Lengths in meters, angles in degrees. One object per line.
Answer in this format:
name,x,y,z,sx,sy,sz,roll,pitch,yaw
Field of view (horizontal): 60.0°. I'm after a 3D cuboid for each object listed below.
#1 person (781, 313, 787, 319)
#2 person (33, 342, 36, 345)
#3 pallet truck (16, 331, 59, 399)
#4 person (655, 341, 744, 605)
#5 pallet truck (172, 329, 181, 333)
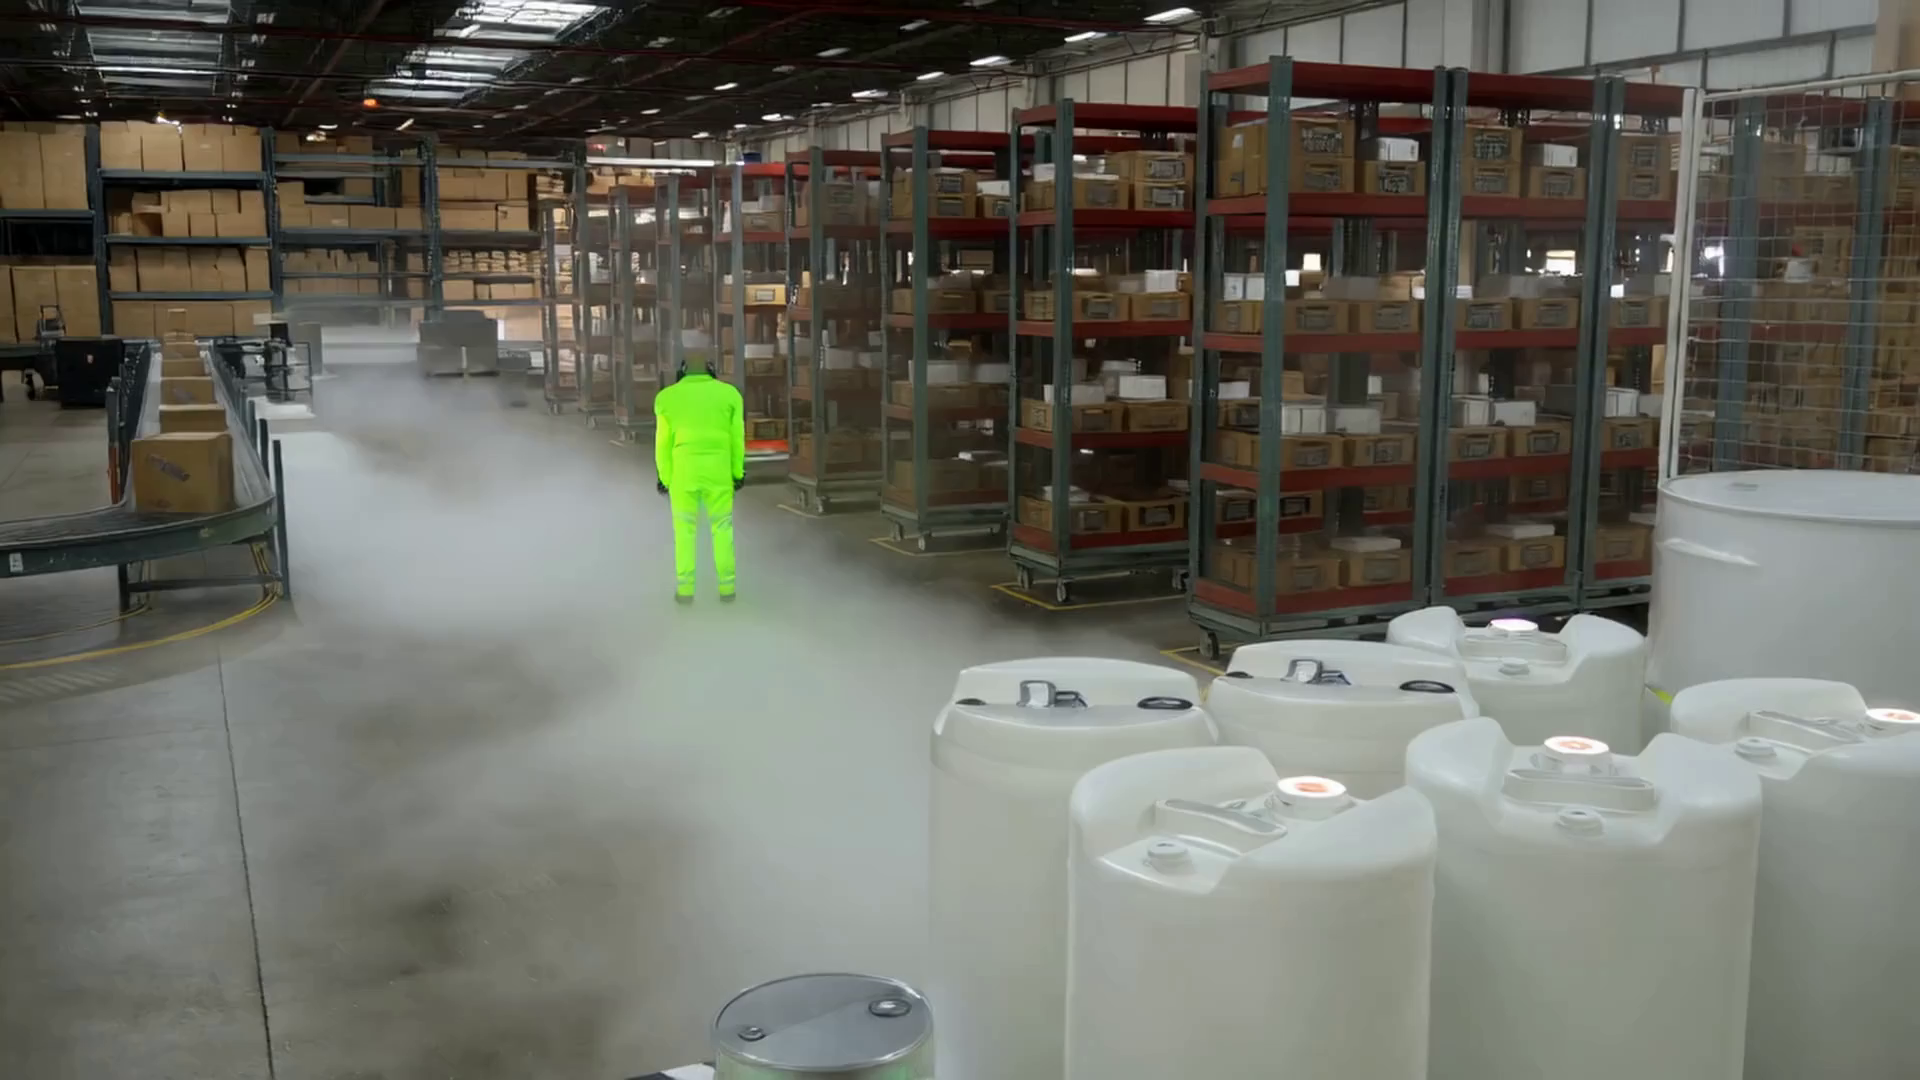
person,-4.671,-5.977,45.959,0.610,1.985,0.413,-5,11,-31
person,-24.253,-5.458,43.804,0.283,1.633,0.499,8,12,41
pallet truck,-17.082,-3.353,31.781,1.630,1.274,0.653,-4,10,-25
person,-1.886,-0.478,12.061,0.640,1.910,0.407,-2,9,-14
pallet truck,-17.275,-3.851,35.096,1.601,1.201,0.680,0,9,1
